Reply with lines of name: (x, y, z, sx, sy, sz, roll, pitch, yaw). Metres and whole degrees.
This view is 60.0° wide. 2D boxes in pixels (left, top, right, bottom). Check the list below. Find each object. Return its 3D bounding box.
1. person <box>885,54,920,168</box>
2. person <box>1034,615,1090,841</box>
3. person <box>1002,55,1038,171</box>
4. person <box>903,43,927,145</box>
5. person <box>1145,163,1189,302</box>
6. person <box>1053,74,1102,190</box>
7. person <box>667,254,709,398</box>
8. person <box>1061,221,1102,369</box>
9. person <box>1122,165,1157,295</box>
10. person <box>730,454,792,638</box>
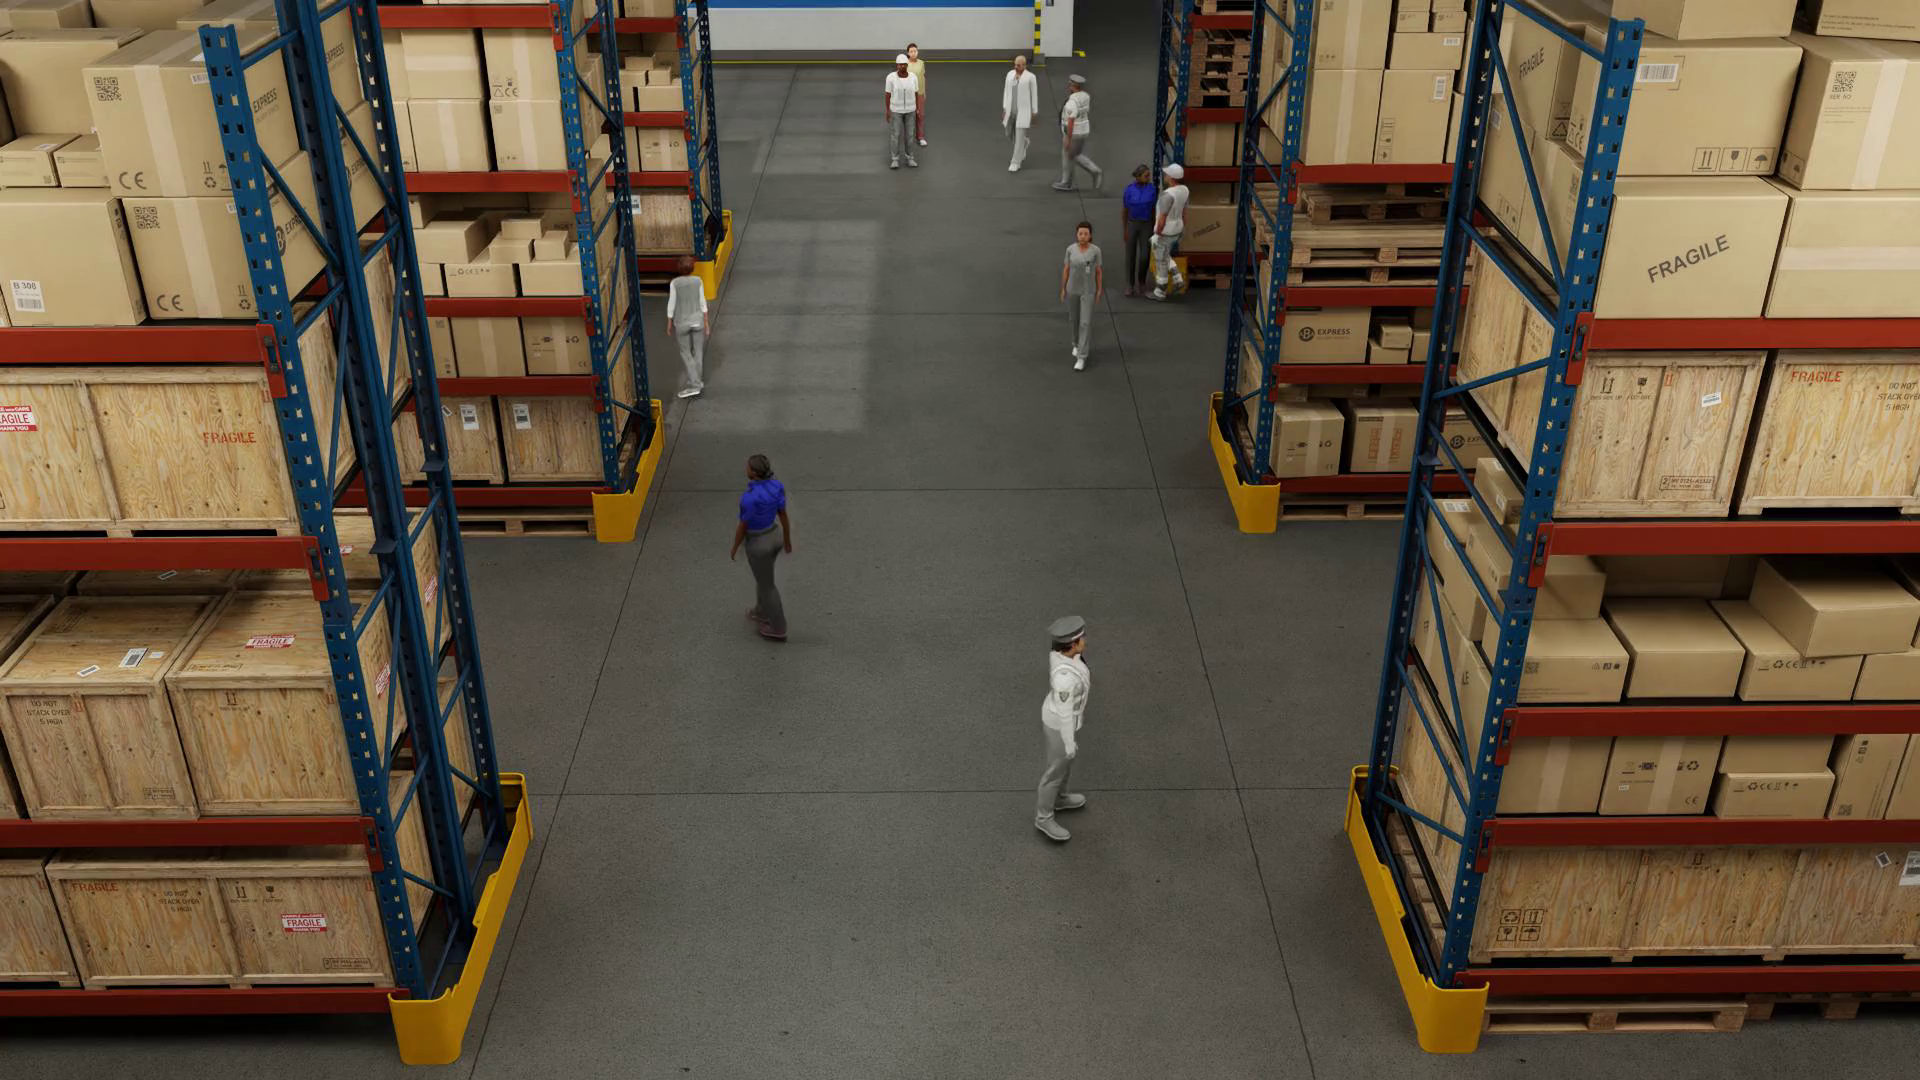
person: (-0.910, -6.901, 26.744, 0.556, 1.770, 0.395, -7, 29, -13)
person: (0.718, 1.272, 11.585, 0.352, 1.681, 0.547, 3, 28, 5)
person: (0.963, -6.889, 26.699, 0.612, 1.767, 0.885, 17, 33, 29)
person: (-0.769, -7.470, 27.900, 0.434, 1.672, 0.391, -9, 29, -16)
person: (2.620, -3.898, 21.112, 0.504, 1.793, 0.558, 19, 34, 32)
person: (1.802, -6.222, 25.455, 0.741, 1.753, 0.568, 20, 34, 32)
person: (-3.021, -2.379, 18.497, 0.456, 1.593, 0.444, -8, 29, -15)
person: (1.396, -2.864, 19.338, 0.452, 1.661, 0.787, 8, 29, 14)
person: (2.306, -3.984, 21.415, 0.454, 1.694, 0.377, -1, 28, -1)
person: (-1.684, 0.029, 13.946, 0.575, 1.666, 0.475, 18, 33, 29)
